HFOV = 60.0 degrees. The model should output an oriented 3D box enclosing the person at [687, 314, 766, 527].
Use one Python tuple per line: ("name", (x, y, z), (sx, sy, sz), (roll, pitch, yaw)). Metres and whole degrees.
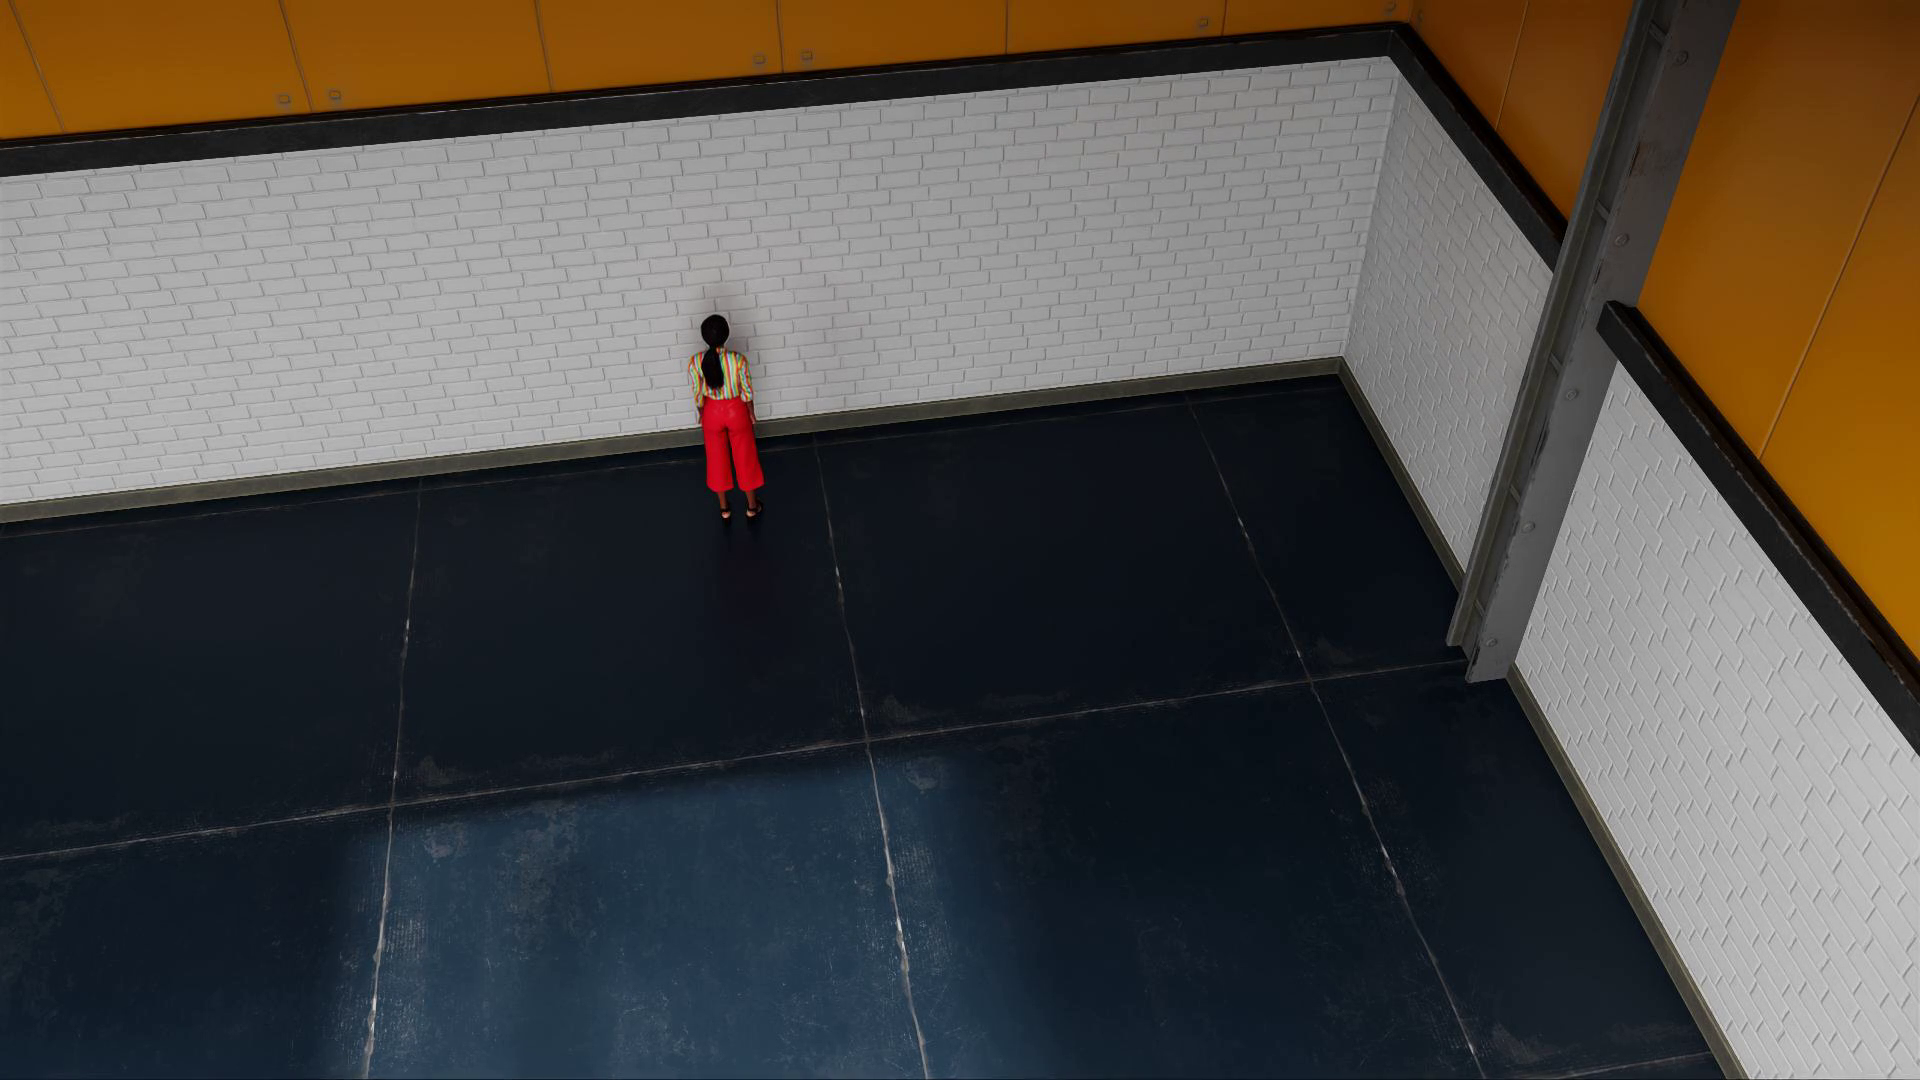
("person", (-1.648, -0.837, 11.728), (0.624, 1.792, 0.568), (-1, 44, -1))
